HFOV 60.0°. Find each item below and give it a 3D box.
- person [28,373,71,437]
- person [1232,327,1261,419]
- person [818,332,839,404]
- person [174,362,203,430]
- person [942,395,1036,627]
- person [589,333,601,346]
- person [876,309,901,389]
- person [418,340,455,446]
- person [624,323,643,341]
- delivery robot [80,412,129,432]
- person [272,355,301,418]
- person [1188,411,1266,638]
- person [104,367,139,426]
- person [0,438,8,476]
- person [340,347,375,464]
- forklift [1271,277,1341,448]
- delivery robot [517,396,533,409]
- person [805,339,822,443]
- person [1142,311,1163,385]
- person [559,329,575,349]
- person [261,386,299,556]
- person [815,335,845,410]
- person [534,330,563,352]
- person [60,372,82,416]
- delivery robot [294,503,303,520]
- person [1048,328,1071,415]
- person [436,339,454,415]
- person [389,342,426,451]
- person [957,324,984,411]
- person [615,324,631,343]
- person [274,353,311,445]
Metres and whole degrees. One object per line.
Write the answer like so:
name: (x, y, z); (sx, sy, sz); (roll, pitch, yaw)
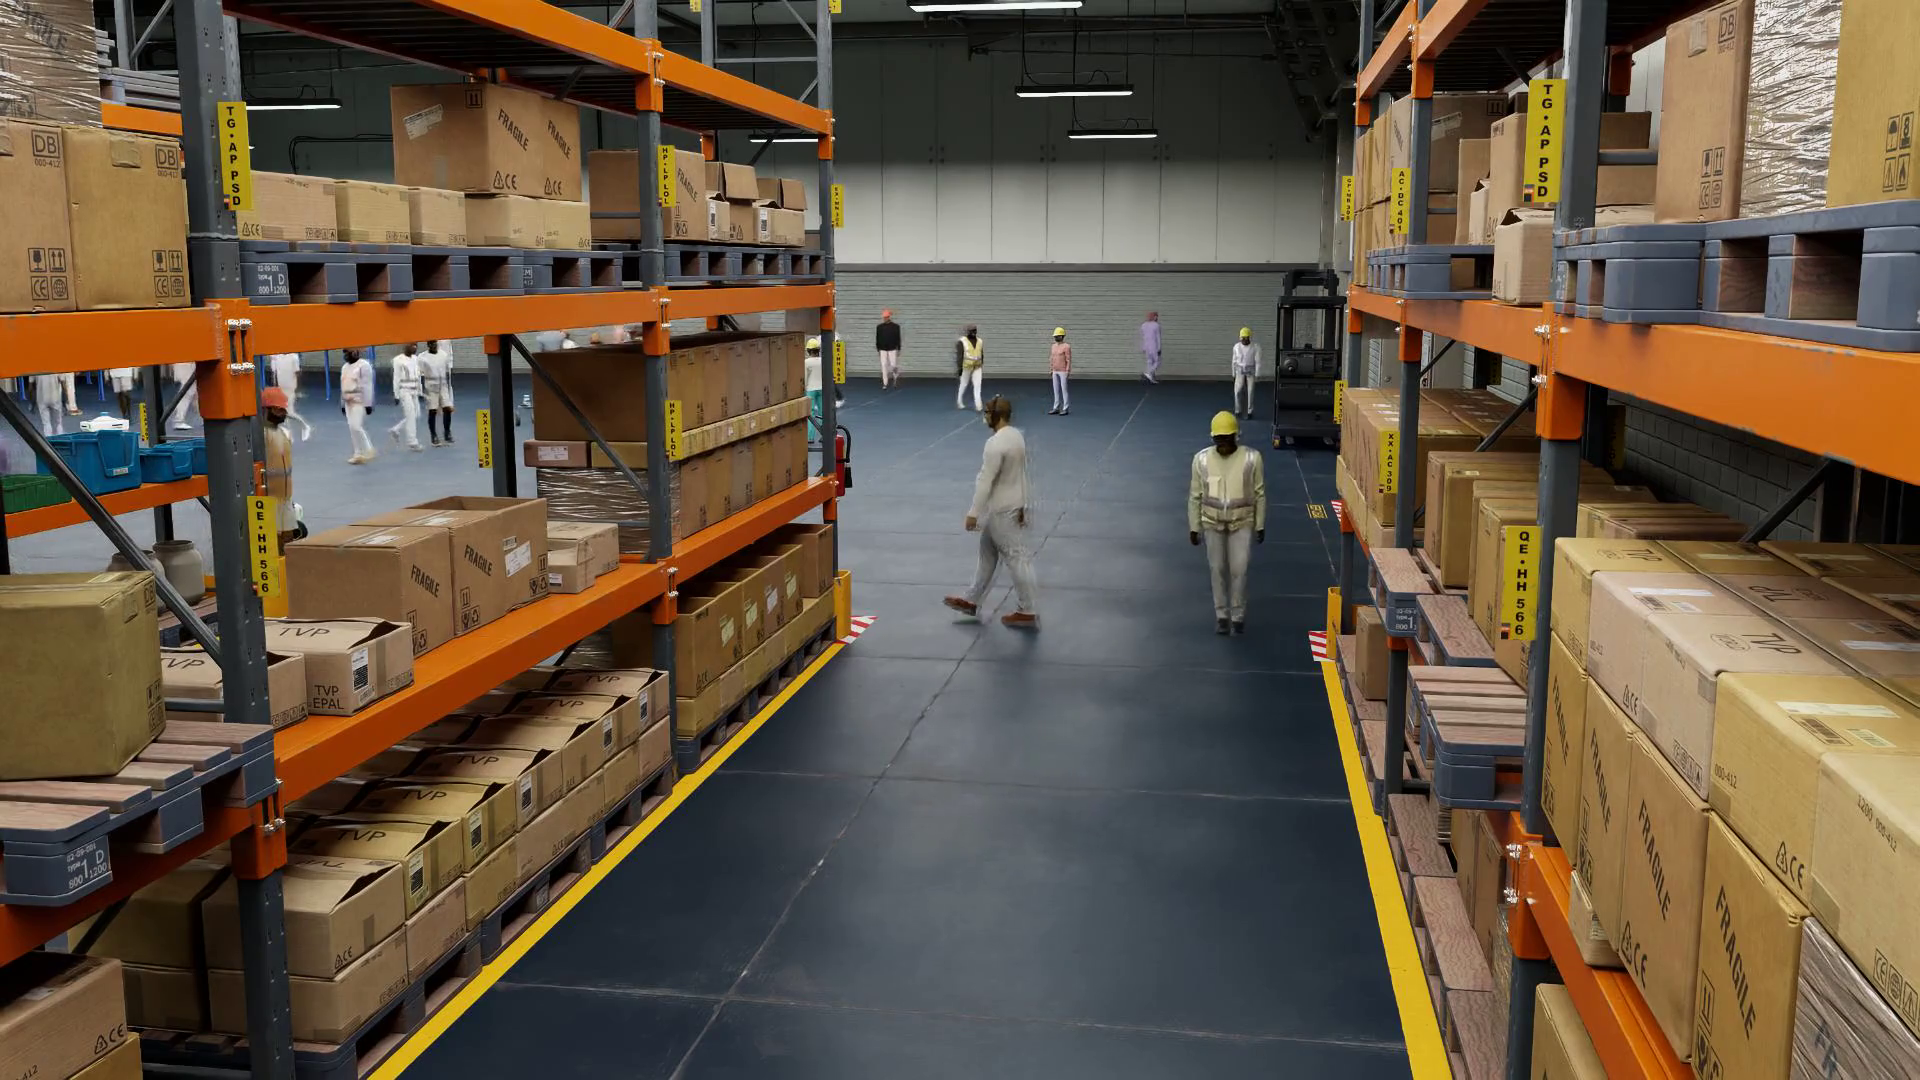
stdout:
person: (-13.890, -2.086, 25.340); (0.555, 1.822, 0.941); (-6, 11, -31)
person: (5.595, -3.258, 32.617); (0.607, 1.804, 0.685); (4, 10, 24)
person: (-2.855, -3.869, 36.104); (0.408, 1.922, 0.646); (9, 13, 43)
person: (-14.191, -2.988, 30.815); (0.634, 1.849, 0.967); (8, 12, 40)
person: (0.227, -0.245, 13.777); (0.950, 1.901, 0.636); (3, 10, 16)
person: (-7.766, -3.638, 35.617); (0.512, 1.600, 0.818); (-5, 10, -27)
person: (-1.779, -4.740, 41.234); (0.614, 1.982, 0.515); (2, 9, 11)
person: (-8.729, -2.505, 27.644); (0.648, 1.916, 0.573); (-9, 13, -44)
person: (-5.944, -3.022, 30.589); (0.619, 2.000, 0.697); (3, 10, 20)
delivery robot: (-14.380, -1.905, 27.979); (0.477, 0.478, 0.707); (7, 11, 36)
person: (-13.448, -3.373, 33.031); (0.474, 1.917, 0.618); (-7, 11, -36)
person: (2.111, -0.117, 13.266); (0.610, 1.804, 0.689); (3, 10, 16)
person: (-15.743, -3.072, 31.125); (0.586, 1.917, 0.623); (0, 9, -3)
person: (-7.960, -0.212, 13.501); (0.630, 1.925, 0.527); (1, 9, 7)
person: (-9.151, -2.058, 25.173); (0.649, 1.824, 0.457); (7, 12, 37)
forklift: (5.847, -3.016, 27.970); (1.129, 2.768, 1.873); (1, 9, 9)
delivery robot: (-8.252, -2.638, 31.698); (0.335, 0.223, 0.698); (-4, 10, -22)
person: (-2.477, -2.528, 28.247); (0.525, 1.772, 0.304); (-7, 12, -38)
person: (4.956, -4.937, 42.715); (0.505, 1.895, 0.671); (-7, 12, -37)
person: (-8.785, -3.864, 36.913); (0.555, 1.616, 0.553); (3, 10, 16)
person: (-6.064, -0.387, 14.563); (0.579, 1.922, 0.563); (3, 10, 17)
person: (-2.777, -3.732, 35.350); (0.953, 1.881, 0.590); (-9, 13, -43)
person: (-8.619, -3.684, 34.930); (0.650, 1.916, 0.462); (-7, 12, -39)
person: (-18.172, -3.492, 33.660); (0.640, 2.006, 0.517); (1, 9, 3)
delivery robot: (-7.442, -0.258, 17.820); (0.707, 0.478, 0.477); (-6, 11, -33)
person: (2.022, -3.431, 33.827); (0.315, 1.767, 0.535); (-8, 12, -42)
person: (-10.554, -3.539, 33.937); (0.403, 1.943, 0.610); (-4, 10, -25)
person: (-9.047, -2.388, 27.091); (0.628, 1.863, 0.590); (3, 10, 17)
person: (0.205, -3.628, 34.918); (0.629, 1.812, 0.909); (-4, 10, -24)
person: (-8.144, -4.473, 39.924); (0.818, 1.876, 0.642); (0, 9, -1)
person: (-11.287, -2.525, 27.982); (0.521, 1.856, 0.491); (4, 10, 24)
